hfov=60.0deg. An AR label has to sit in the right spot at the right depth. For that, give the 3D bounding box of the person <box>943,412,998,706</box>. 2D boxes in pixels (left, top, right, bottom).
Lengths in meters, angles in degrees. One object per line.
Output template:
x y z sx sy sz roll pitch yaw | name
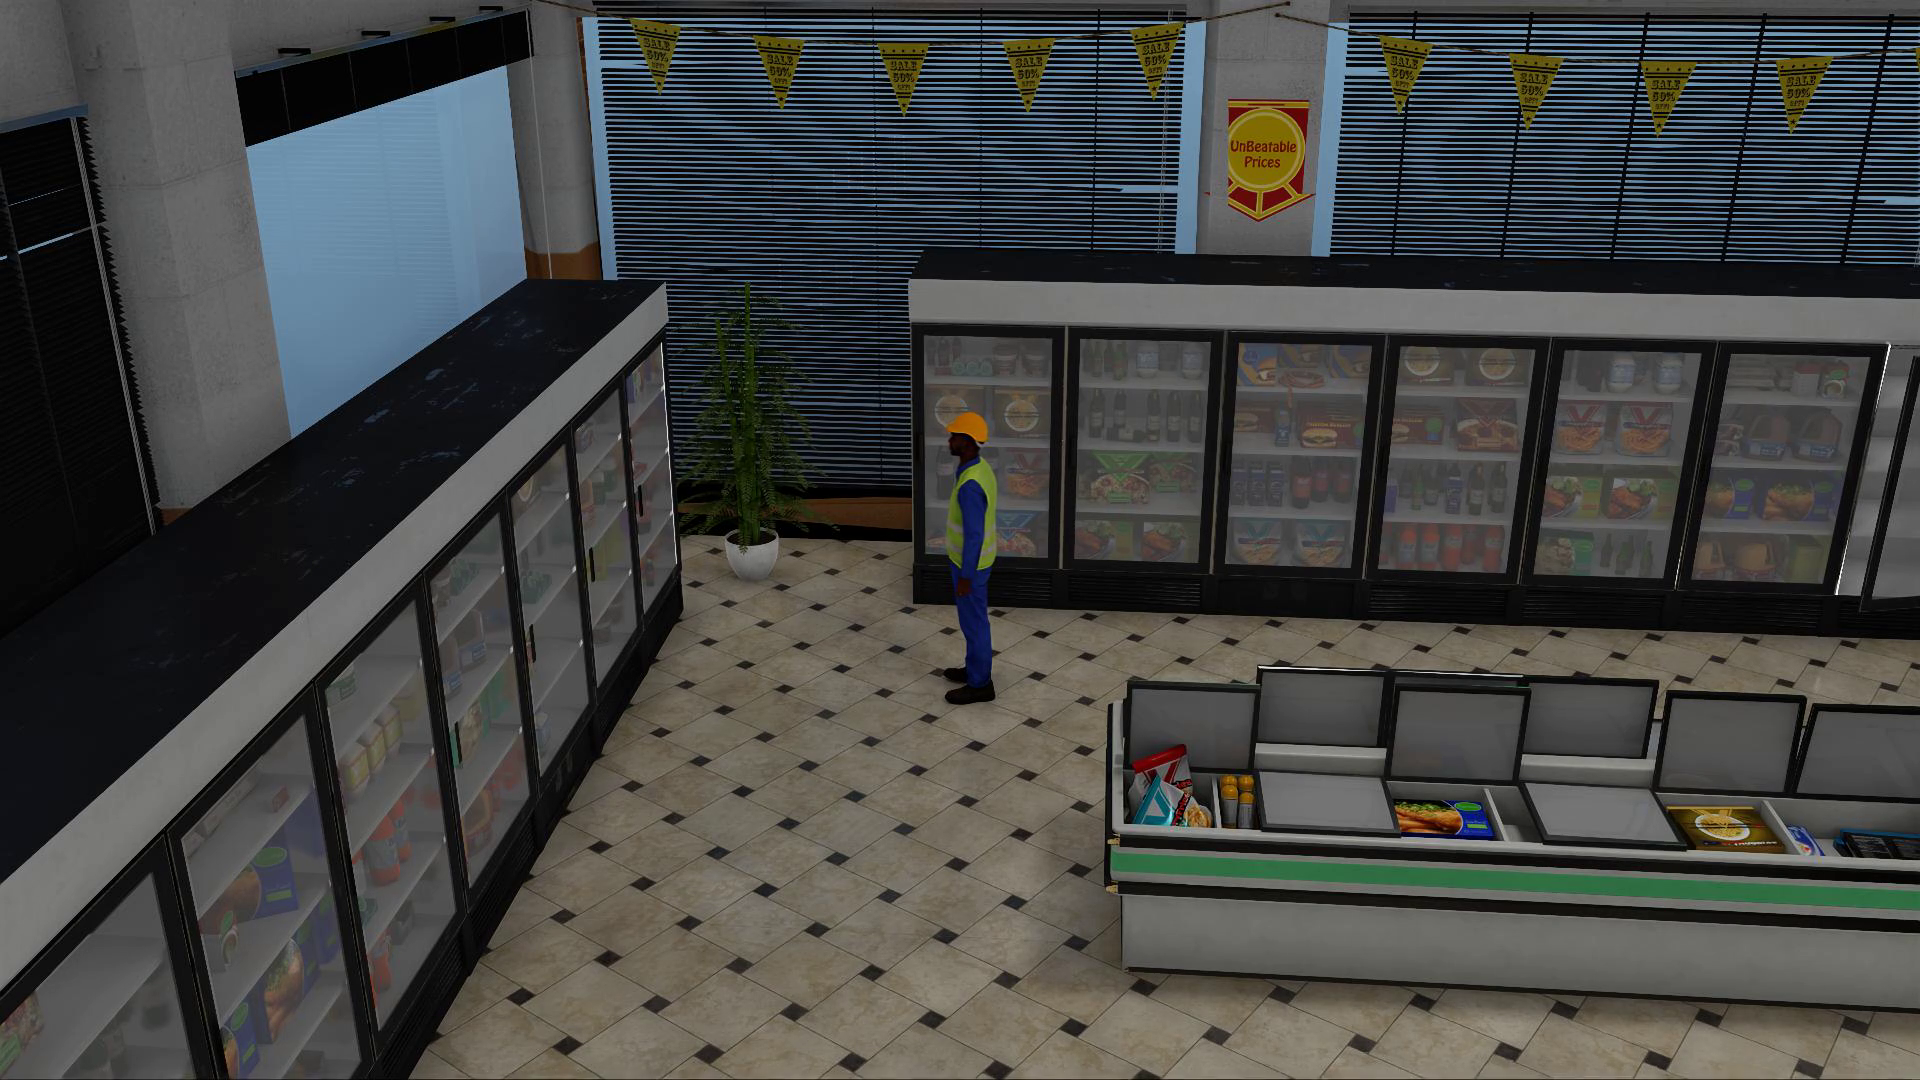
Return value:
0.064 0.107 9.987 0.559 1.812 0.671 1 22 2 | person
